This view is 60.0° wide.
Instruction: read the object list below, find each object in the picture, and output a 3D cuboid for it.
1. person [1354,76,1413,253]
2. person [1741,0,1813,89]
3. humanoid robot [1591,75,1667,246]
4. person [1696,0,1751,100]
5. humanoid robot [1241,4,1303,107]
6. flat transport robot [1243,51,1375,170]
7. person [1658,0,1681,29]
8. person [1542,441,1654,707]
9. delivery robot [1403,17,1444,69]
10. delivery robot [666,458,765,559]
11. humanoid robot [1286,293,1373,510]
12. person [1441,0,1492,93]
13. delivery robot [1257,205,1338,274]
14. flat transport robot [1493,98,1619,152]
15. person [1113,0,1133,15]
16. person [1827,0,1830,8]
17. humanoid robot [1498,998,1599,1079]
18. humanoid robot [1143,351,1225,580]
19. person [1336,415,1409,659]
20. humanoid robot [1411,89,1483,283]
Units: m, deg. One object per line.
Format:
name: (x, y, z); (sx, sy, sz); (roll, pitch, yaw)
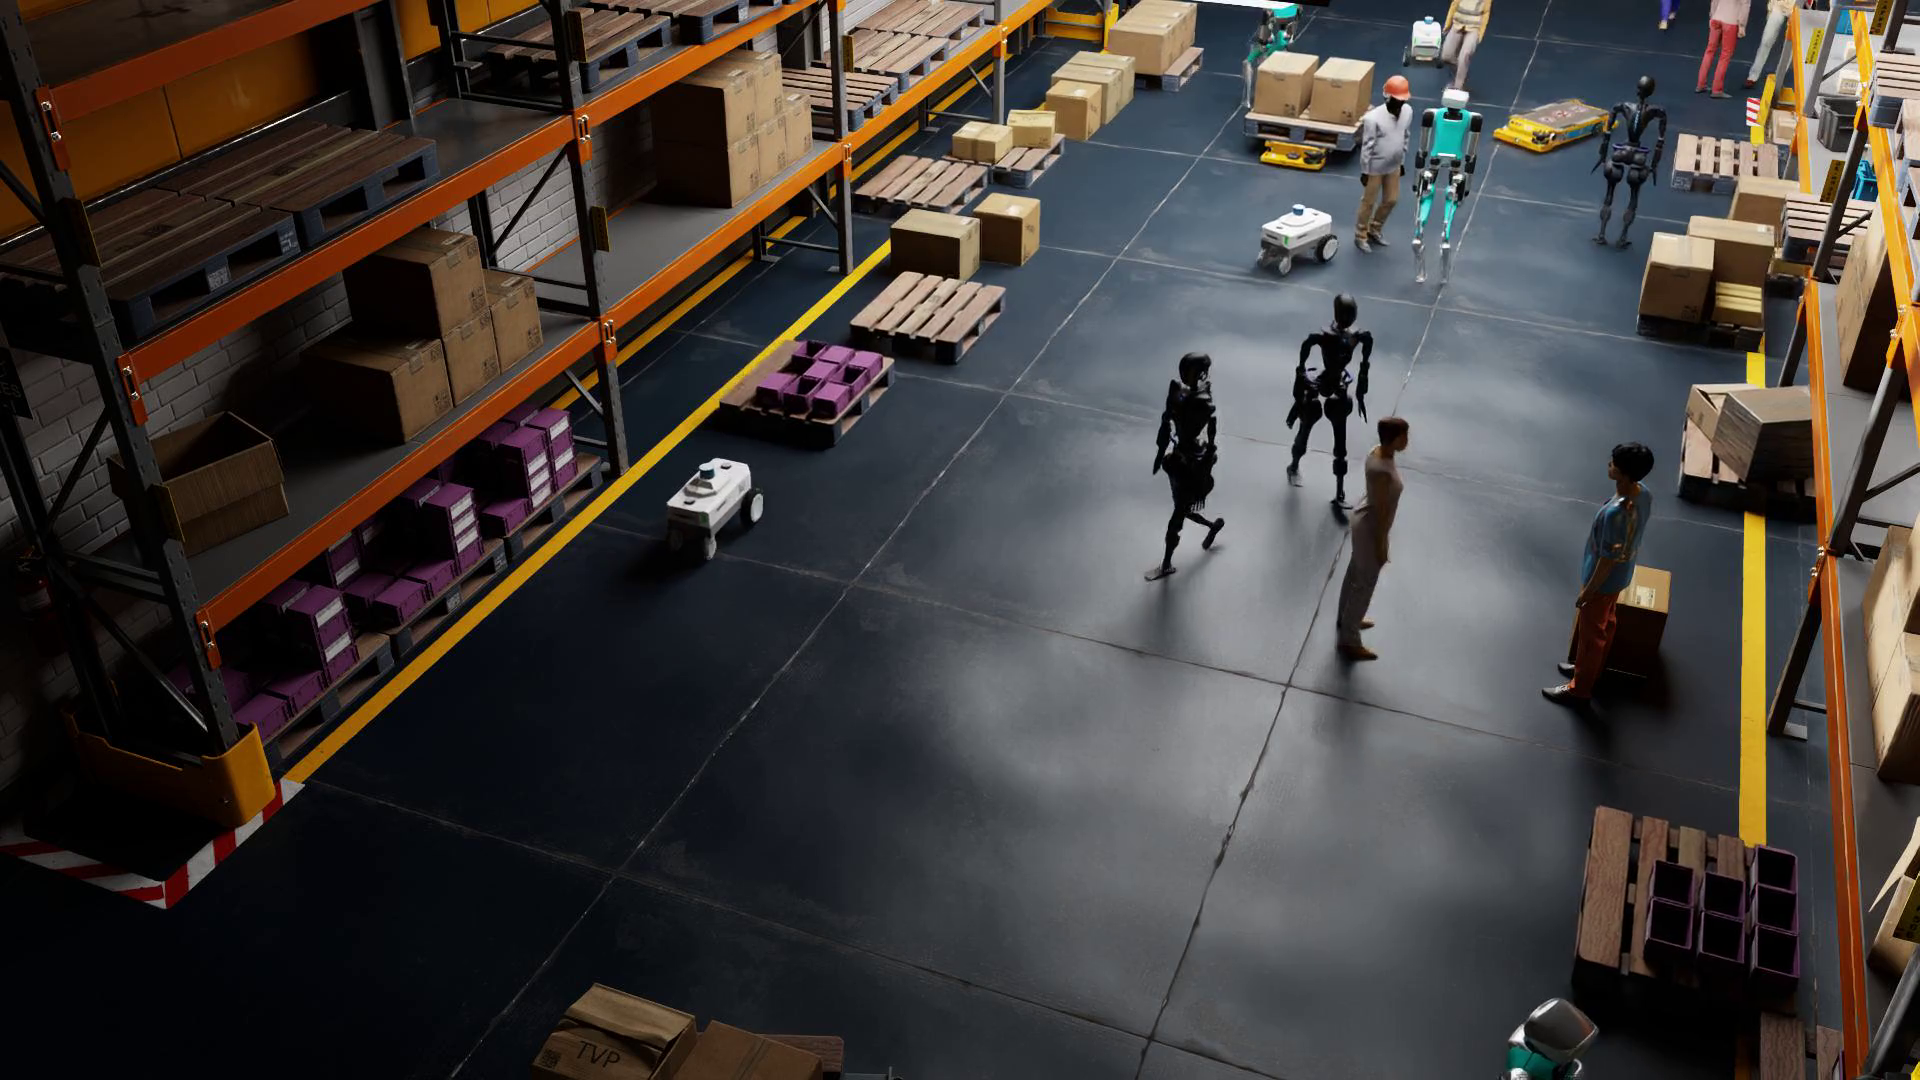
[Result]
person: (4.020, -3.551, 15.747); (0.567, 1.729, 0.424); (-17, 37, -25)
person: (9.870, -6.295, 19.884); (0.556, 1.835, 0.906); (24, 40, 32)
humanoid robot: (6.368, -3.609, 15.883); (0.601, 1.648, 0.337); (14, 35, 20)
person: (9.124, -6.140, 19.725); (0.331, 1.761, 0.553); (-14, 35, -20)
humanoid robot: (3.591, -5.904, 19.387); (0.532, 1.783, 0.778); (-17, 37, -24)
flat transport robot: (3.857, -4.453, 18.484); (0.659, 0.231, 1.431); (14, 35, 21)
person: (9.649, -7.863, 22.232); (0.525, 1.933, 1.037); (12, 35, 18)
person: (3.825, 0.205, 9.895); (0.323, 1.766, 0.489); (22, 39, 30)
delivery robot: (5.914, -6.317, 21.119); (0.499, 0.610, 0.814); (7, 34, 11)
delivery robot: (-1.759, -0.276, 11.734); (0.499, 0.571, 0.756); (12, 35, 18)
humanoid robot: (2.649, -1.015, 11.898); (0.603, 1.621, 0.770); (-5, 33, -8)
person: (5.935, -6.003, 19.507); (0.530, 1.750, 0.477); (27, 41, 35)
delivery robot: (3.204, -2.885, 15.807); (0.807, 0.609, 0.499); (-25, 41, -33)
flat transport robot: (6.786, -4.714, 18.888); (1.431, 0.231, 0.659); (-22, 39, -30)
person: (2.199, -7.927, 22.543); (0.535, 1.696, 0.318); (-17, 36, -24)
person: (10.990, -6.688, 20.483); (0.509, 1.860, 0.390); (10, 34, 15)
humanoid robot: (2.307, 2.588, 6.333); (0.734, 1.895, 0.544); (26, 41, 35)
humanoid robot: (1.569, -0.531, 11.150); (0.746, 1.630, 0.586); (-18, 37, -25)
person: (2.578, -0.049, 10.386); (0.270, 1.660, 0.463); (4, 33, 6)
humanoid robot: (4.356, -3.128, 15.085); (0.530, 1.796, 0.655); (9, 34, 13)
